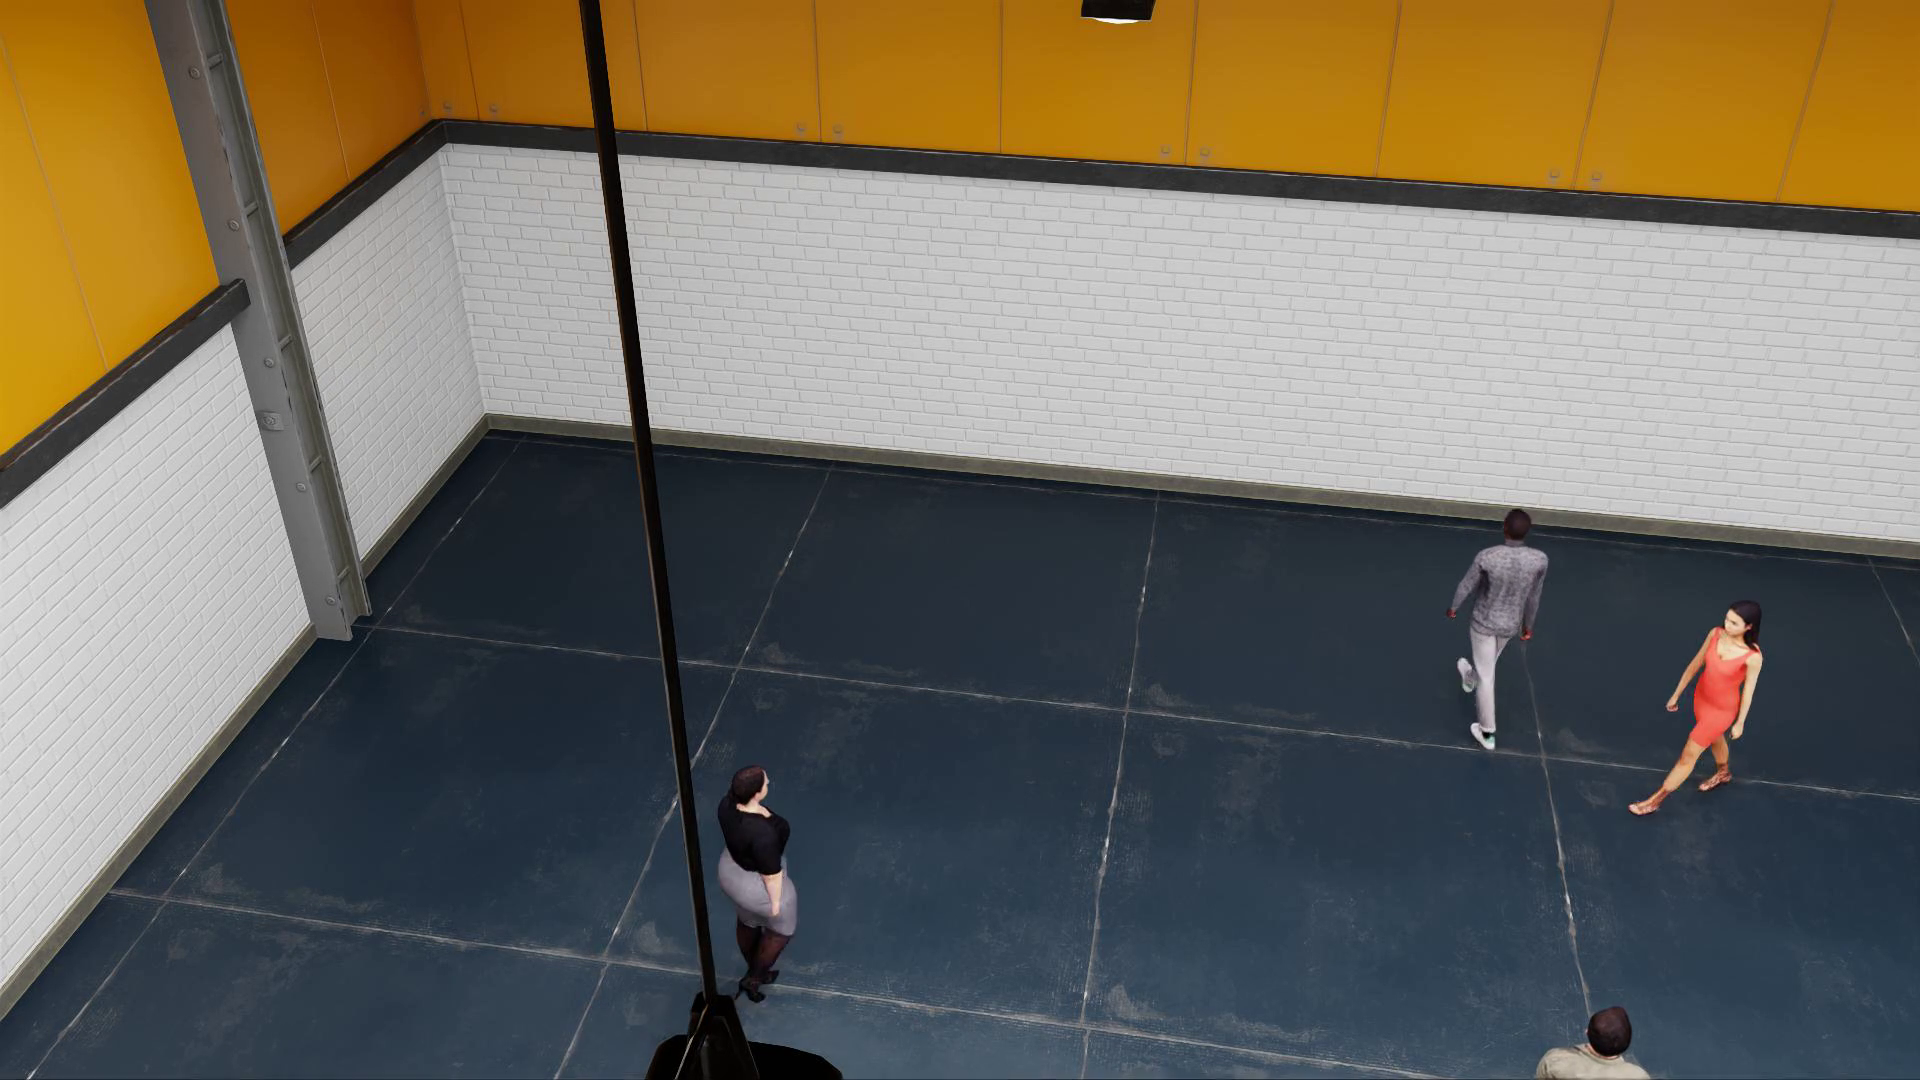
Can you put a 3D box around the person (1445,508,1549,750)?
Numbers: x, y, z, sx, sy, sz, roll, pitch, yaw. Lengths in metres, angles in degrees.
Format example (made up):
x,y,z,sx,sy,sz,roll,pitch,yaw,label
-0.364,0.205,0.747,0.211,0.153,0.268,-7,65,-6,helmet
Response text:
x,y,z,sx,sy,sz,roll,pitch,yaw,label
3.789,0.651,11.703,0.913,1.797,1.228,-3,34,-4,person

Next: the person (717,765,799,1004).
x,y,z,sx,sy,sz,roll,pitch,yaw,label
-1.263,2.044,9.652,0.885,1.749,0.826,-28,43,-36,person

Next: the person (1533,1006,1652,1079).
x,y,z,sx,sy,sz,roll,pitch,yaw,label
3.009,2.969,8.155,0.712,1.865,0.599,8,34,12,person

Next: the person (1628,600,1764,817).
x,y,z,sx,sy,sz,roll,pitch,yaw,label
5.105,1.111,11.128,1.071,1.668,1.156,-13,36,-18,person
